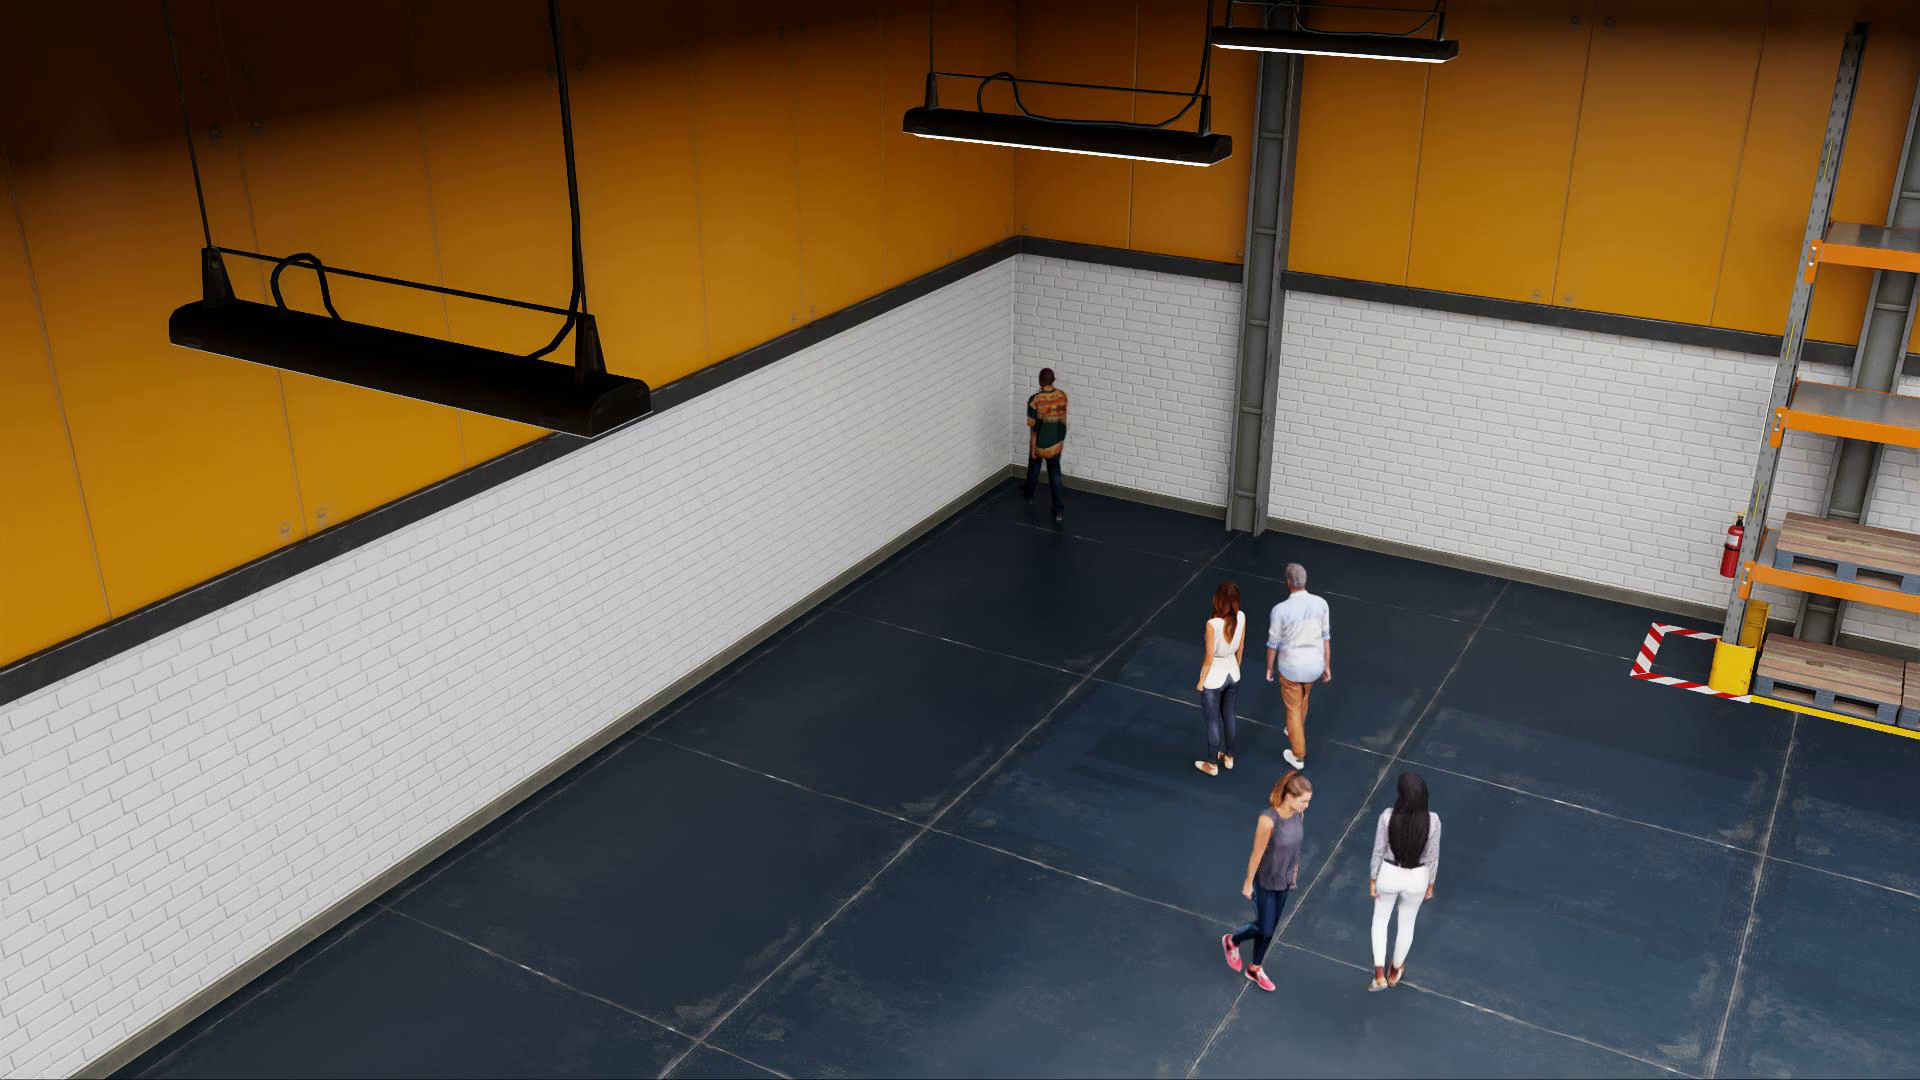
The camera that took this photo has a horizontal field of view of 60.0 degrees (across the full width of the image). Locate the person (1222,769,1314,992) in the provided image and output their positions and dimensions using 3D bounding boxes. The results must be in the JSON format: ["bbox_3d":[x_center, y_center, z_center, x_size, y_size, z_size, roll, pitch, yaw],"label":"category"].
[{"bbox_3d":[2.116,2.328,11.592,0.764,1.712,0.836,-14,27,-28],"label":"person"}]

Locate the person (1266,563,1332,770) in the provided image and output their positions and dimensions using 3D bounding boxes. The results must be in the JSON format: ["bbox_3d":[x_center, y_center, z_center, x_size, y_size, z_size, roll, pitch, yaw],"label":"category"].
[{"bbox_3d":[2.956,1.122,14.255,0.957,1.788,1.015,-5,24,-11],"label":"person"}]

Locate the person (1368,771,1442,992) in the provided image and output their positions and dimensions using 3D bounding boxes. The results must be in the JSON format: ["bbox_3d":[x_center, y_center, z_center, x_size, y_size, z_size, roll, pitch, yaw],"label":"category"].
[{"bbox_3d":[3.038,2.410,11.409,0.860,1.708,0.780,7,25,16],"label":"person"}]

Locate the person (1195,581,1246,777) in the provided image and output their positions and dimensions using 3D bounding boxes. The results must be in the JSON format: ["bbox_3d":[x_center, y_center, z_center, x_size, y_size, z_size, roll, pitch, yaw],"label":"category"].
[{"bbox_3d":[2.228,1.175,14.138,0.681,1.785,0.682,-14,27,-29],"label":"person"}]

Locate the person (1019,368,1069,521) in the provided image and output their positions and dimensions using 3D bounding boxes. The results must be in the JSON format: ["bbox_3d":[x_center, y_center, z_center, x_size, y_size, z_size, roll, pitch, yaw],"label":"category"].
[{"bbox_3d":[1.055,-1.085,19.343,1.147,1.757,1.247,-8,25,-19],"label":"person"}]
